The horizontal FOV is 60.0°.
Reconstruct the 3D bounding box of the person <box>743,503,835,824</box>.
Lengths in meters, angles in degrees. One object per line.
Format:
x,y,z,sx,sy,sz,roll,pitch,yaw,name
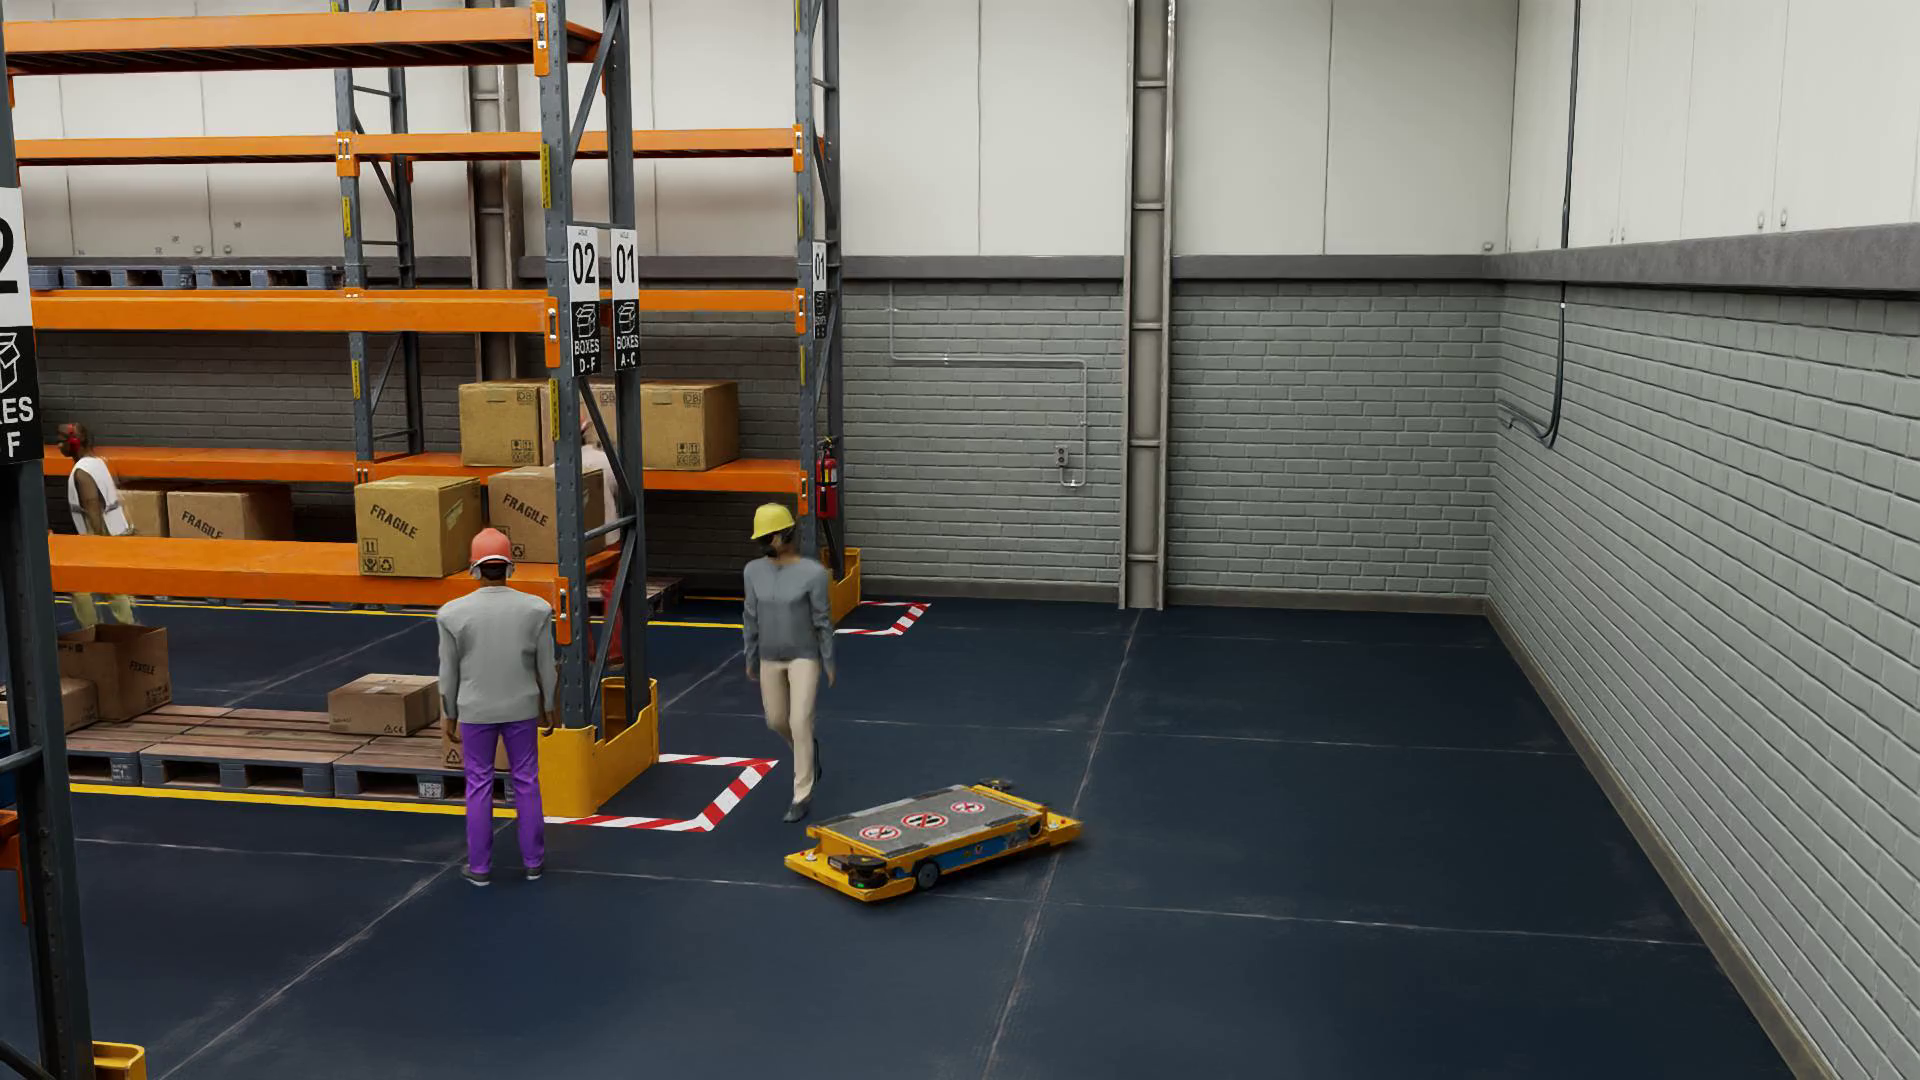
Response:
-0.921,0.636,9.271,0.542,1.737,0.684,3,10,19,person

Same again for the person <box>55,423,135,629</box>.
-6.841,-0.008,13.028,0.658,1.813,0.621,-3,10,-19,person

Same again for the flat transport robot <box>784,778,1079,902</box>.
-0.125,1.498,8.462,1.431,0.197,0.652,-8,12,-41,flat transport robot

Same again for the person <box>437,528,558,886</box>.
-2.264,0.809,8.179,0.564,1.744,0.355,-3,10,-20,person

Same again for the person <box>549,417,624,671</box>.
-2.768,0.013,12.512,0.670,1.945,0.526,-5,11,-29,person
